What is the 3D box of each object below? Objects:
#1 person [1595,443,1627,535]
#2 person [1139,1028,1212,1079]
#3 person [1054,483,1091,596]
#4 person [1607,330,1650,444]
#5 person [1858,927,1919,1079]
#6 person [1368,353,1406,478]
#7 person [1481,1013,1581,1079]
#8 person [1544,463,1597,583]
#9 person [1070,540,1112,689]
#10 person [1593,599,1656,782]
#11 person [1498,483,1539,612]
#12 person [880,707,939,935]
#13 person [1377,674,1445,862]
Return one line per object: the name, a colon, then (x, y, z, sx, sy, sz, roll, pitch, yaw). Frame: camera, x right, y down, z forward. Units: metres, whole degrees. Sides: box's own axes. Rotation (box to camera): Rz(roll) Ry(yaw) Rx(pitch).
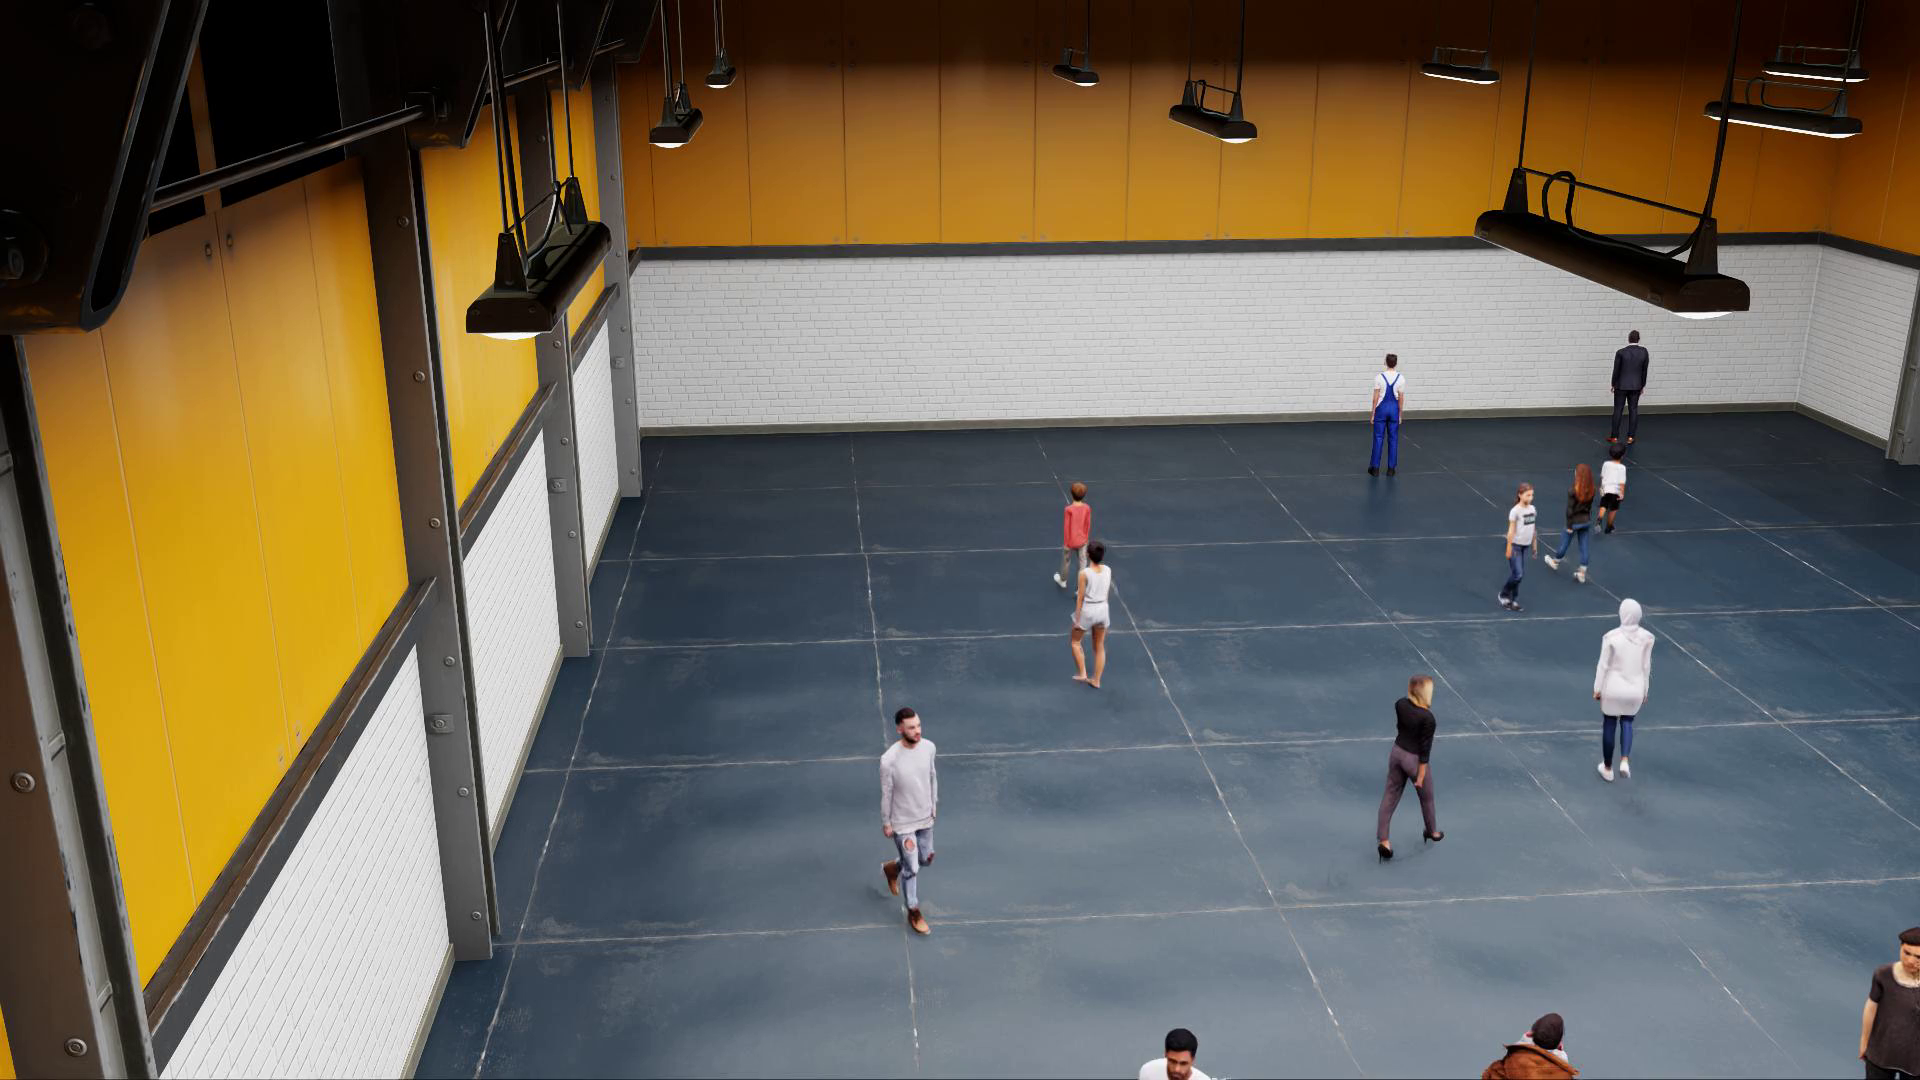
person: (8.654, -0.673, 22.145, 0.676, 1.253, 0.731, 16, 25, 40)
person: (1.243, 3.425, 9.289, 1.027, 1.692, 1.204, 9, 21, 25)
person: (1.416, 0.035, 19.841, 0.718, 1.381, 0.993, -7, 20, -21)
person: (10.655, -2.445, 26.510, 0.744, 1.826, 0.690, 3, 19, 8)
person: (5.780, 3.113, 10.186, 0.676, 1.711, 0.749, 17, 25, 41)
person: (6.357, -1.873, 24.778, 0.664, 1.847, 0.622, 2, 19, 5)
person: (3.050, 3.440, 9.040, 0.849, 1.823, 0.872, 6, 20, 18)
person: (7.636, -0.192, 20.409, 0.648, 1.450, 0.933, -4, 19, -12)
person: (1.416, 0.797, 17.235, 0.679, 1.600, 0.710, -9, 21, -26)
person: (6.055, 1.414, 15.145, 0.705, 1.764, 0.788, 2, 19, 7)
person: (6.515, 0.050, 19.526, 0.621, 1.555, 0.668, -10, 21, -27)
person: (-0.435, 2.126, 12.942, 0.964, 1.823, 1.079, -13, 23, -35)
person: (3.665, 1.921, 13.835, 0.938, 1.640, 0.980, -13, 22, -33)
